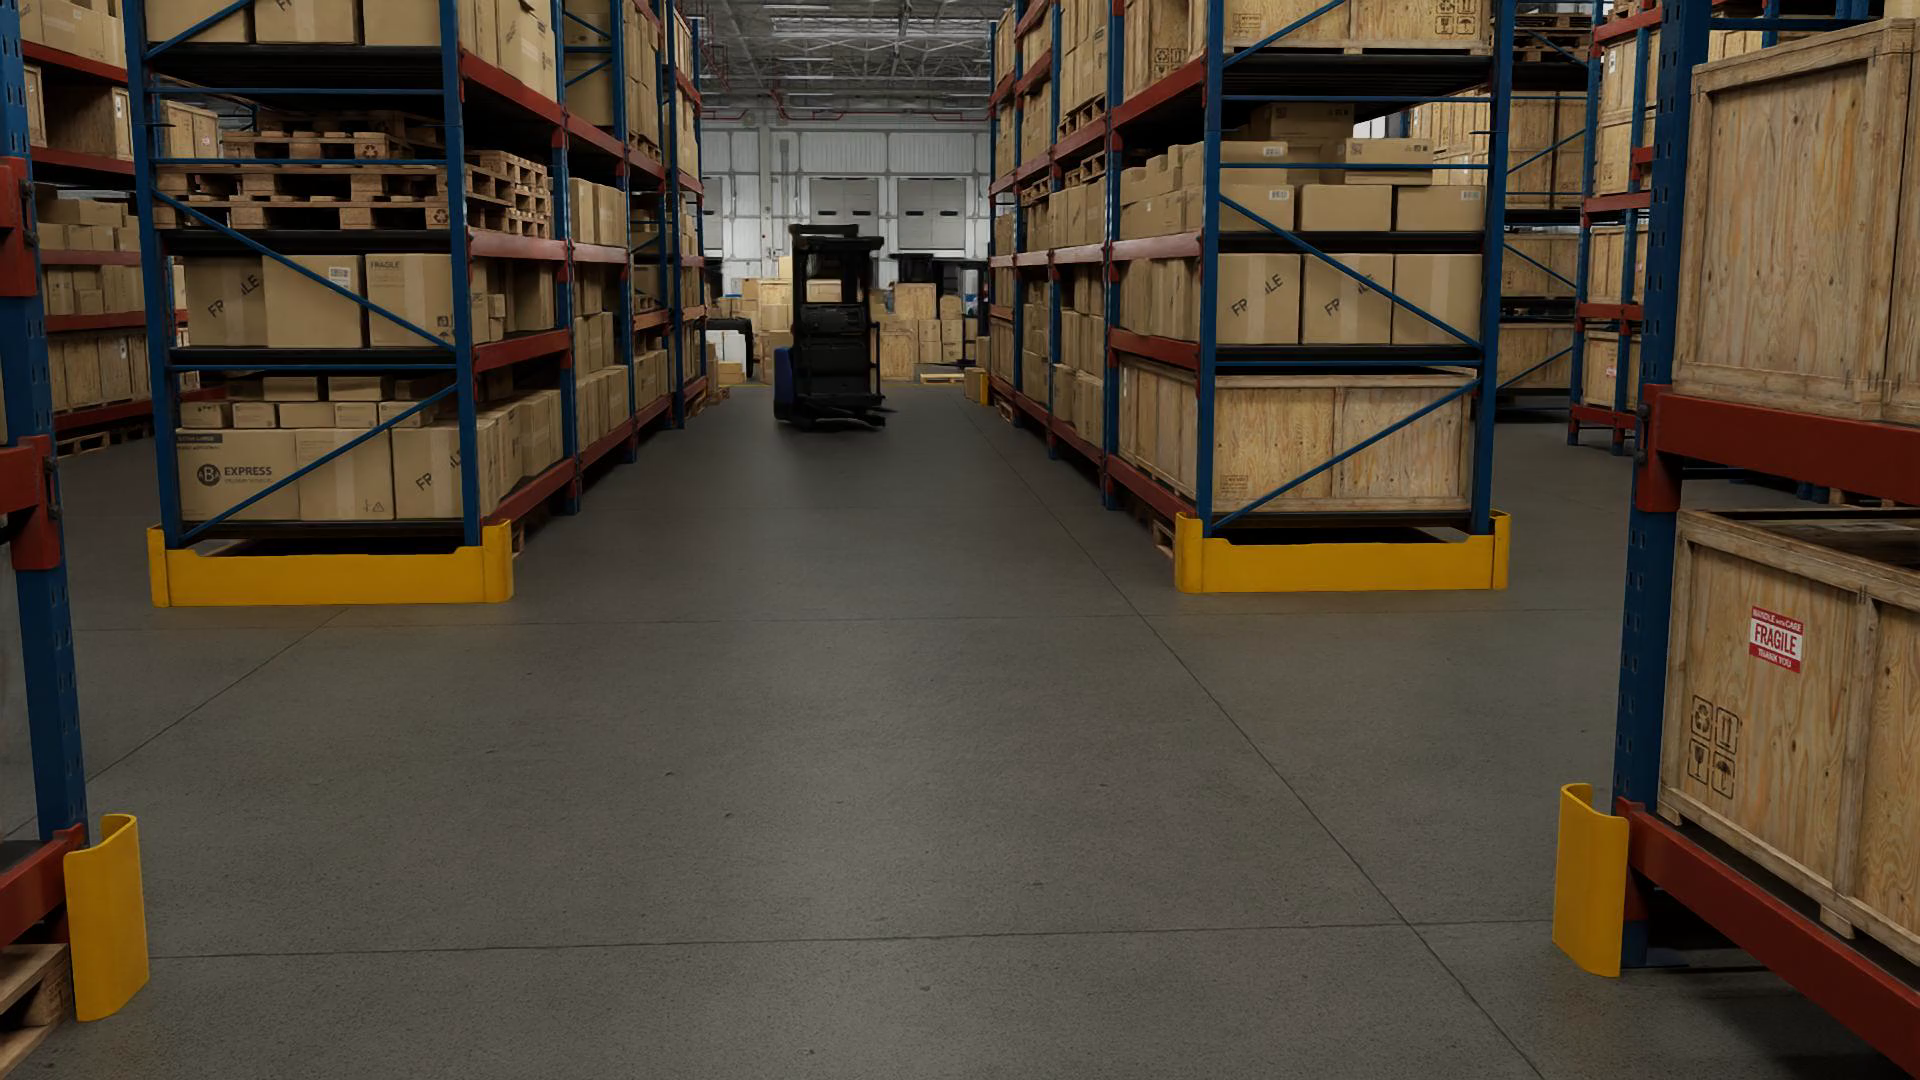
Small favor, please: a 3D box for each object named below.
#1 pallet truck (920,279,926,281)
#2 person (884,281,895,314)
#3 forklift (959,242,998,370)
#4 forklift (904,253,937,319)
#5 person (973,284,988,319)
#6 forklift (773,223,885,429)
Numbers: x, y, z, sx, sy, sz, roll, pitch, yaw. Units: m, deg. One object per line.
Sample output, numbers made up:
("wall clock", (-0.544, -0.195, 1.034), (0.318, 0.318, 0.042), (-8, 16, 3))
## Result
("pallet truck", (-0.932, -8.922, 63.114), (1.885, 1.965, 0.823), (2, 9, 13))
("person", (-2.083, -7.090, 51.837), (0.629, 1.931, 0.383), (4, 10, 22))
("forklift", (1.039, -5.082, 36.242), (1.129, 2.768, 1.873), (-9, 13, -44))
("forklift", (-1.321, -7.852, 53.634), (1.129, 2.768, 1.873), (-5, 10, -30))
("person", (0.663, -6.268, 46.835), (0.563, 1.885, 1.012), (-3, 10, -19))
("forklift", (-1.903, -3.028, 23.343), (1.129, 2.768, 1.873), (-4, 10, -22))
